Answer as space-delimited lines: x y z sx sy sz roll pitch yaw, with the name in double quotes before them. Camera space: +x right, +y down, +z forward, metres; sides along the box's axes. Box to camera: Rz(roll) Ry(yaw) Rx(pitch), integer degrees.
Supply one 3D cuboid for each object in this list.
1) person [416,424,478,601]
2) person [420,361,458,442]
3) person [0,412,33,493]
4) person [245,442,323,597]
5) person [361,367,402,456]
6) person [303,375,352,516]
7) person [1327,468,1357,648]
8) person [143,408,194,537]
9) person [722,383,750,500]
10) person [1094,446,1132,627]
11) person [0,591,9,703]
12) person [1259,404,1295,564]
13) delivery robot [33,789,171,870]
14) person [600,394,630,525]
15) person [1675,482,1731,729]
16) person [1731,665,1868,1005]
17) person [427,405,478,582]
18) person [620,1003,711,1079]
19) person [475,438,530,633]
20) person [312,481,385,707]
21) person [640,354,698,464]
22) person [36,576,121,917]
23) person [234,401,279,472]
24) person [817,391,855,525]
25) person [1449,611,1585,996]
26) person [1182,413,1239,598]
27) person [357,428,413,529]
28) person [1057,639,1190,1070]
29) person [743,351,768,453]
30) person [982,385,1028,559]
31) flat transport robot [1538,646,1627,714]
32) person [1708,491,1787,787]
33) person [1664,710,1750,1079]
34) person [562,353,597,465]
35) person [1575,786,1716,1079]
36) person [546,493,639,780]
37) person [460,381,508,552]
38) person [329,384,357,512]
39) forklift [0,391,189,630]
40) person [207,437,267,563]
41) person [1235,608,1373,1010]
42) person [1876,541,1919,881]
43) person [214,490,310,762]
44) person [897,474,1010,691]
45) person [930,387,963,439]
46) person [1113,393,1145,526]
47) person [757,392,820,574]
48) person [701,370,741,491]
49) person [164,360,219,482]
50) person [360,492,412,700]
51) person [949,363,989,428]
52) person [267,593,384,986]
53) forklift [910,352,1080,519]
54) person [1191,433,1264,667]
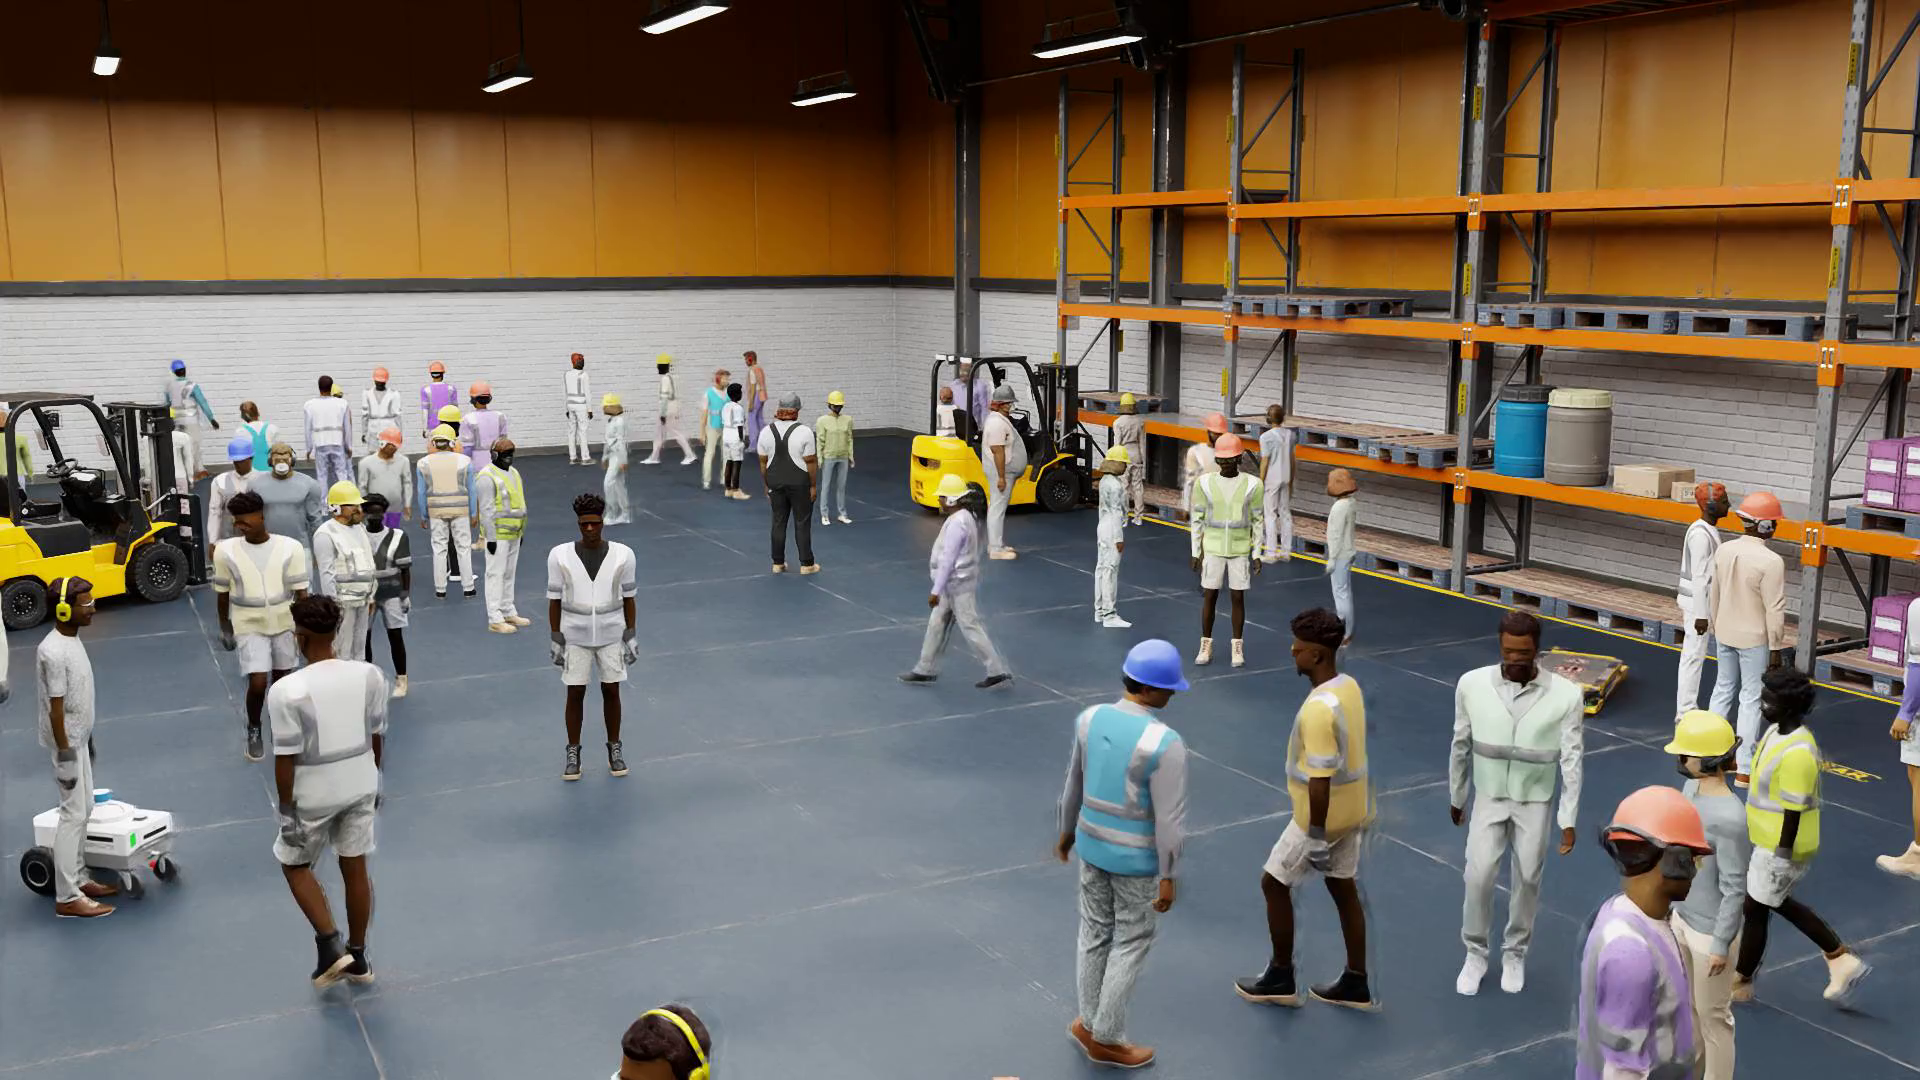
"person" -5.258 -0.282 17.114 0.586 1.823 0.403 -2 10 -11
"person" -7.865 -1.732 25.150 0.551 1.929 0.374 -5 11 -28
"person" -11.708 -0.767 20.479 0.520 1.620 0.304 -9 14 -43
"person" -5.938 0.090 14.678 0.627 1.932 0.373 -2 10 -14
"person" -8.494 -1.596 24.423 0.597 1.907 0.460 -1 10 -6
"person" -8.566 -1.278 22.588 0.597 1.917 0.376 -5 11 -25
"person" 3.451 0.161 15.110 0.268 1.631 0.507 5 11 27
"person" -9.428 -0.725 19.839 0.533 1.762 0.328 -5 11 -28
"person" -3.257 -1.427 24.069 0.317 1.695 0.540 -6 12 -32
"person" 1.479 -0.039 15.965 0.312 1.737 0.483 -2 10 -11
"person" -6.250 0.866 10.275 0.652 1.904 0.401 -4 11 -24
"person" 3.634 -0.639 19.174 0.532 1.833 0.398 -6 12 -31
"delivery robot" -4.834 1.648 9.382 0.707 0.478 0.477 3 10 14
"person" -4.612 -1.045 21.772 0.619 1.723 0.499 -5 11 -25
"person" 5.549 0.502 12.422 0.352 1.884 0.579 5 11 25
"person" 3.904 1.407 7.811 0.657 1.682 0.552 3 10 18
"person" -5.541 -0.508 18.113 0.594 1.924 0.382 8 13 40
"person" -0.637 1.977 4.087 0.529 1.836 0.941 5 11 27
"person" -4.312 -0.052 15.748 0.430 1.841 0.624 2 10 12
"person" -4.717 0.450 12.870 0.403 1.833 0.586 1 10 9
"person" -4.890 -2.193 27.960 0.964 1.886 0.598 -1 10 -5
"person" -4.794 1.109 9.008 0.321 1.860 0.525 -3 10 -19
"person" -8.435 -0.784 20.104 0.542 1.799 0.835 -7 12 -35
"person" -1.627 -1.075 21.851 0.534 1.765 0.325 -6 11 -29
"person" 2.643 1.272 7.956 0.609 1.897 0.598 4 10 20
"person" 2.638 -0.351 17.248 0.584 1.909 0.759 -2 10 -9
"person" -6.268 -0.384 18.109 0.568 1.691 0.822 -8 13 -39
"person" 0.716 1.368 7.348 0.443 1.923 0.728 -8 13 -39
"person" -3.662 -2.453 29.620 0.465 1.826 0.590 1 10 5
"person" 0.526 -0.806 19.505 0.536 2.000 0.688 0 10 -2
"flat transport robot" 4.958 1.119 13.510 0.652 0.197 1.431 6 11 30
"person" 5.301 0.662 11.185 0.382 1.995 0.612 -3 10 -16
"person" 2.993 1.548 6.755 0.329 1.763 0.523 1 10 3
"person" -6.418 -2.201 27.981 0.572 1.886 0.355 5 11 29
"person" 2.050 1.740 4.940 0.425 2.005 0.653 5 11 27
"person" -2.497 0.650 11.331 0.600 1.967 0.368 -3 10 -15
"person" -5.702 -0.881 19.924 0.387 2.045 0.605 9 14 43
"person" -8.590 -1.268 22.957 0.329 1.766 0.532 3 10 18
"forklift" -9.026 -0.363 16.508 1.214 2.155 2.313 6 11 29
"person" -6.466 0.035 15.029 0.610 1.908 0.801 -1 10 -4
"person" 1.635 1.267 7.864 0.766 1.940 0.627 6 12 33
"person" 5.553 0.926 9.527 0.615 2.041 0.392 -5 11 -28
"person" -4.848 0.612 11.638 0.578 1.939 0.538 -7 12 -34
"person" -0.026 0.349 13.581 0.923 1.793 0.584 0 10 1
"person" -0.188 -1.390 24.020 0.511 1.640 0.308 -2 10 -13
"person" 2.192 -1.050 21.775 0.492 1.737 0.324 -5 11 -28
"person" -1.872 -0.641 18.554 0.678 2.000 0.537 3 10 19
"person" -3.607 -1.637 24.956 0.653 1.806 0.693 9 13 41
"person" -11.942 -1.852 25.930 0.682 1.902 0.645 6 11 30
"person" -4.651 0.445 13.306 0.542 1.683 0.320 -1 10 -7
"person" 0.047 -1.822 25.857 0.668 1.871 0.887 6 12 31
"person" -3.069 1.220 8.089 0.410 1.953 0.603 9 13 41
"forklift" 0.460 -1.461 22.833 2.313 2.155 1.214 -5 11 -28
"person" 2.299 0.089 14.343 0.614 2.041 0.393 2 10 11
